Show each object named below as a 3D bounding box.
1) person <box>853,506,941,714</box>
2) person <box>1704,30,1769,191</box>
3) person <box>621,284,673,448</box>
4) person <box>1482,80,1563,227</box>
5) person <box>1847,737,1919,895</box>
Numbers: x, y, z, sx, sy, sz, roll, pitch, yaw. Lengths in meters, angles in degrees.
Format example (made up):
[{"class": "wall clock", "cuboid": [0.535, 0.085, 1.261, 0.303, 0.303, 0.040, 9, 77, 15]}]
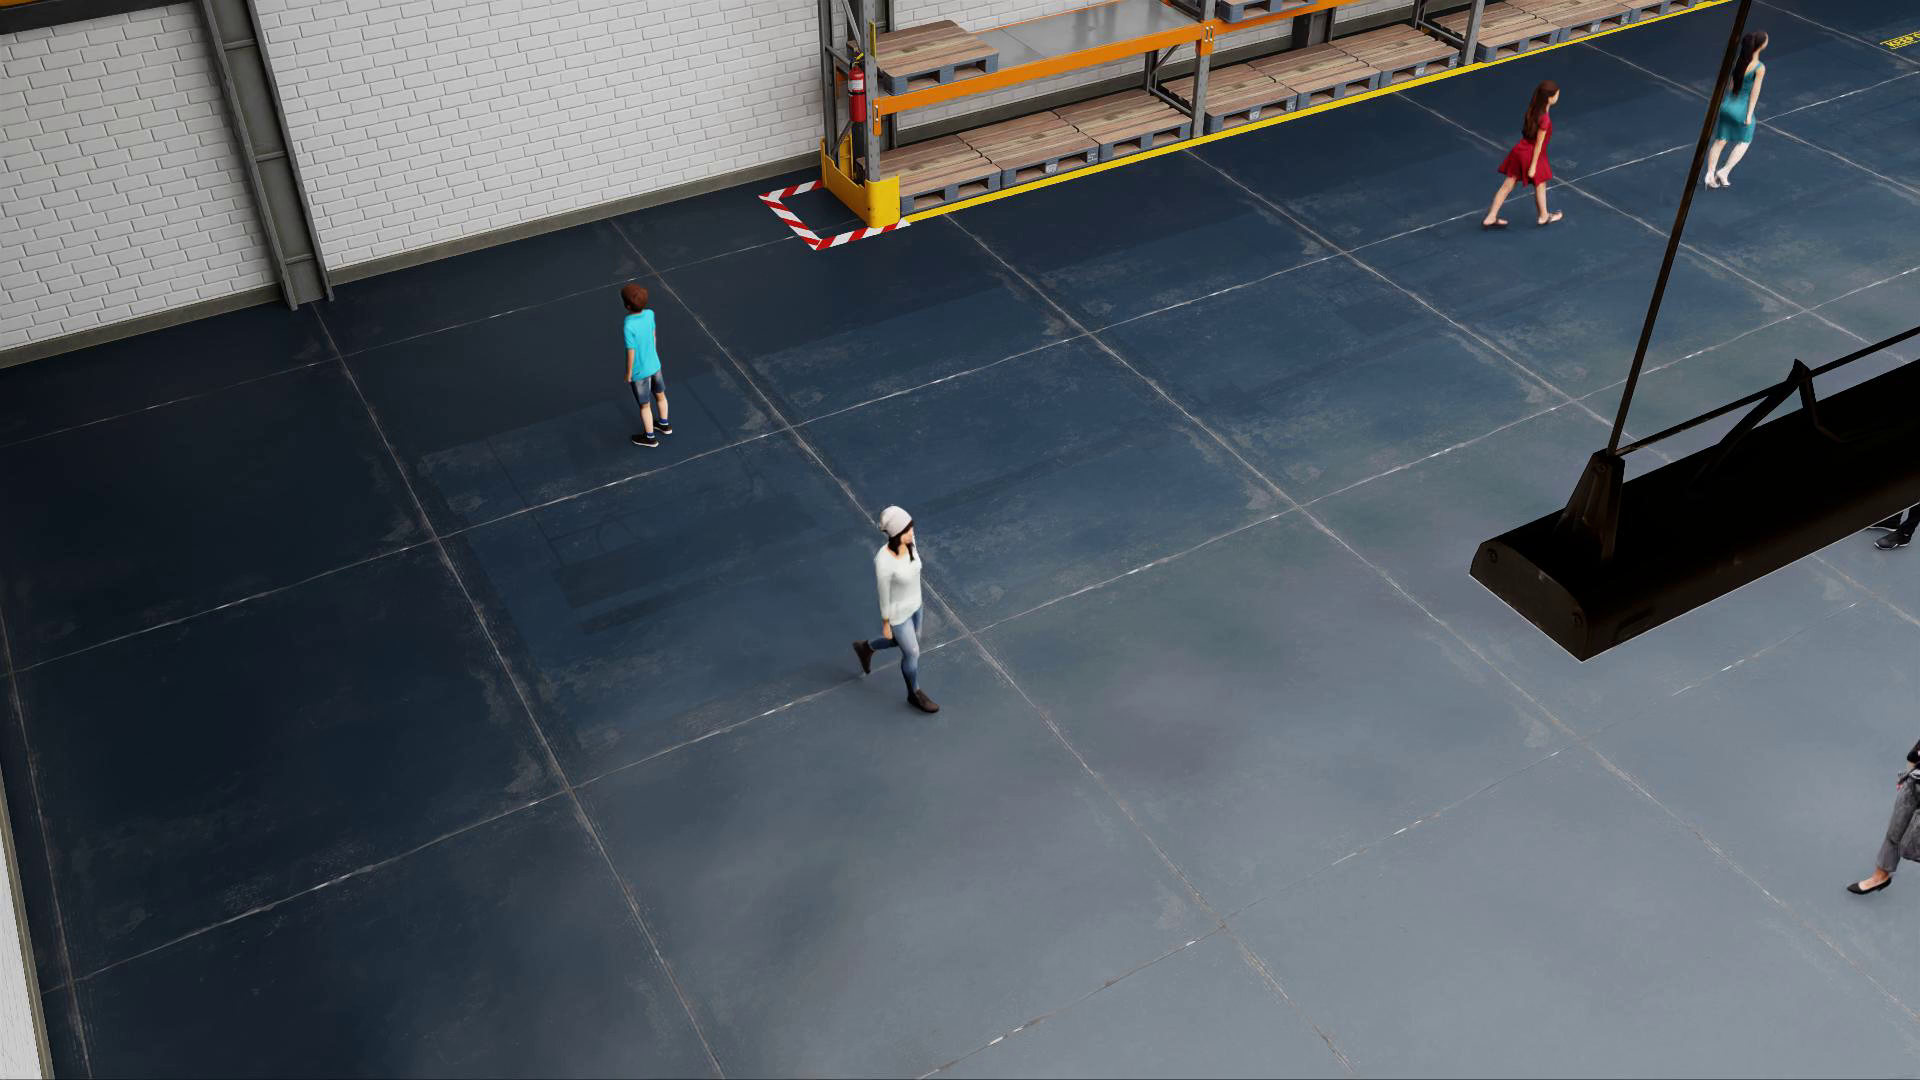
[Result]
[{"class": "person", "cuboid": [-0.447, 0.427, 10.930, 0.923, 1.626, 0.971, 20, 43, 23]}, {"class": "person", "cuboid": [7.799, -4.314, 16.827, 0.611, 1.674, 0.620, -15, 41, -18]}, {"class": "person", "cuboid": [-2.541, -1.422, 13.387, 0.657, 1.449, 0.563, 19, 42, 22]}, {"class": "person", "cuboid": [5.478, -3.717, 16.211, 1.097, 1.510, 0.780, -7, 39, -8]}, {"class": "person", "cuboid": [5.655, 1.491, 9.568, 0.933, 1.663, 0.825, -1, 39, -1]}]
